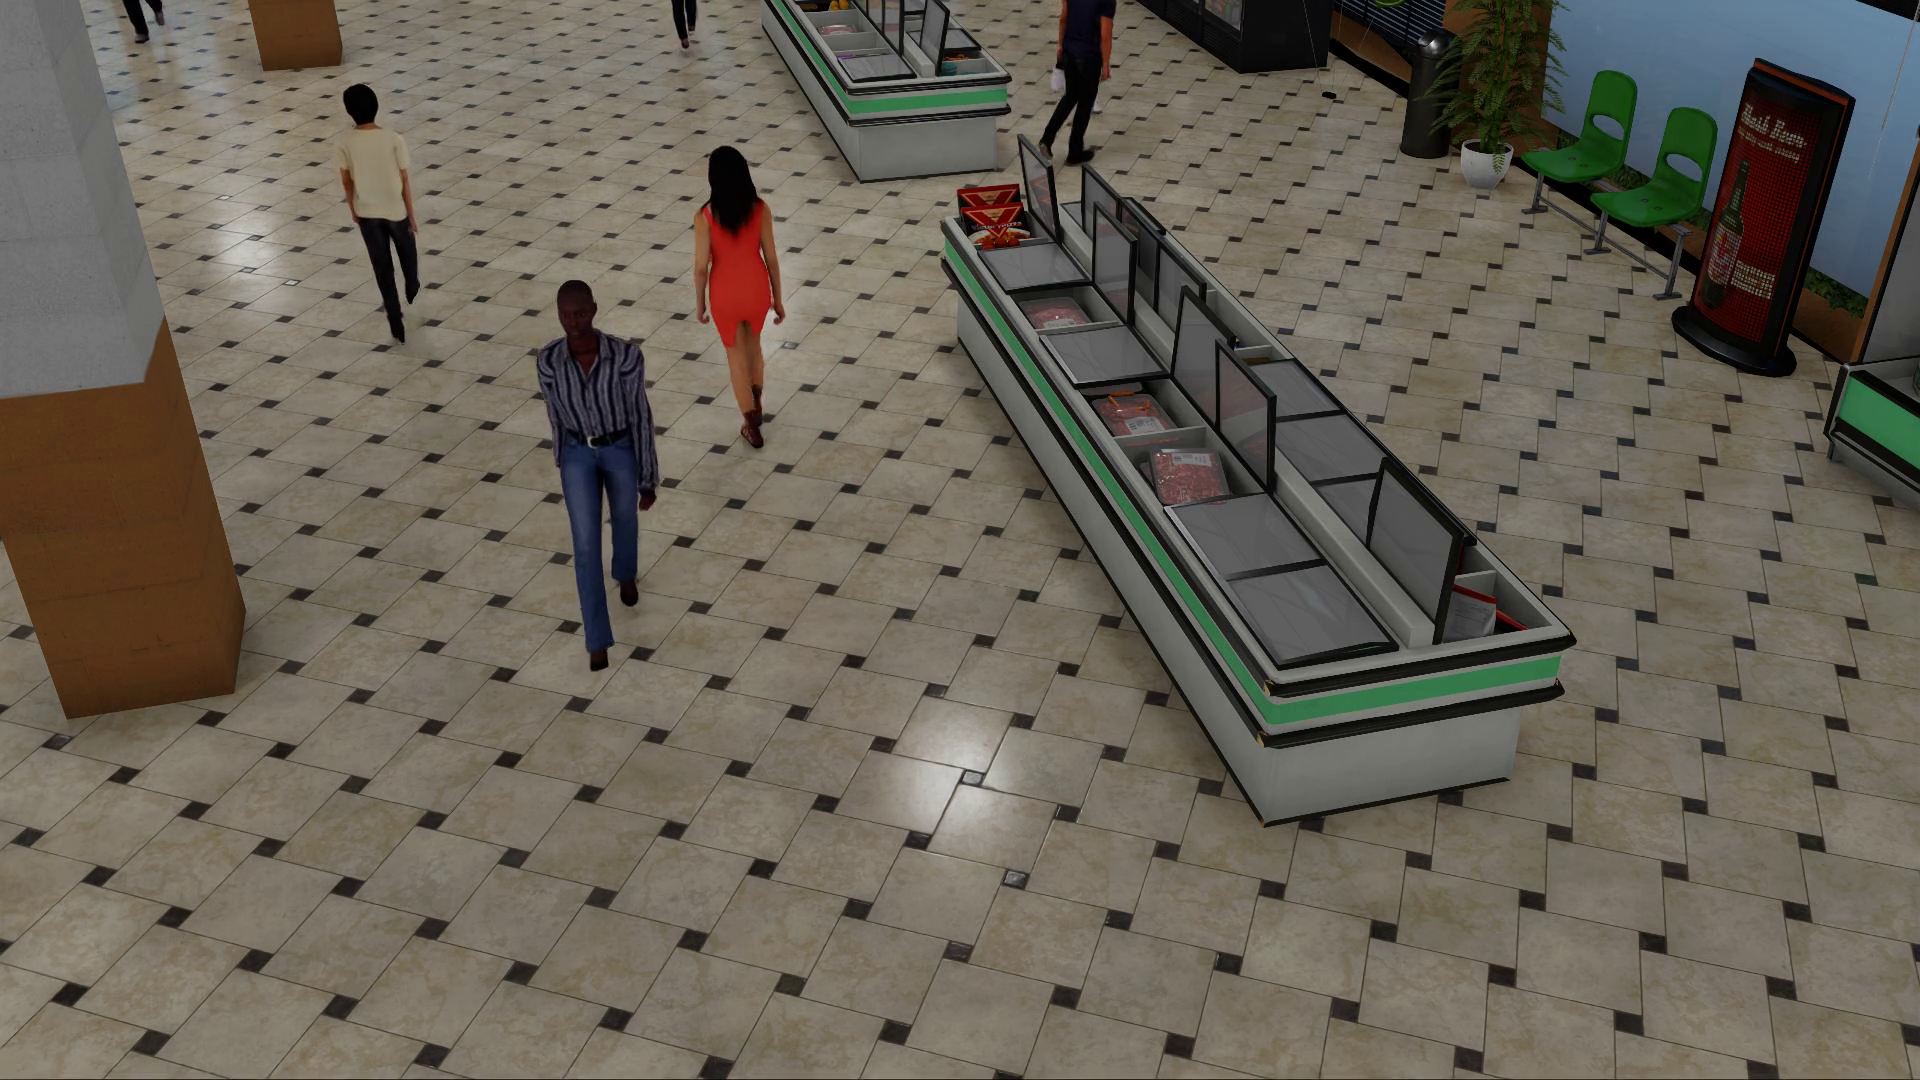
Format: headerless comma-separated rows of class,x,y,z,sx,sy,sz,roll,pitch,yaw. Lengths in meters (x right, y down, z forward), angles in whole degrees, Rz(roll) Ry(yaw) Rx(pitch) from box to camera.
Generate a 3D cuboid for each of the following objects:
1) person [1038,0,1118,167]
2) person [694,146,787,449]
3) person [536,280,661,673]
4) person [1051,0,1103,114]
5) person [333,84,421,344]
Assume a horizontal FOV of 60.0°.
person,0.894,-3.724,12.894,0.938,1.755,0.977,22,38,31
person,-1.162,-1.260,8.978,0.665,1.709,0.667,-13,34,-20
person,-1.600,-0.365,7.507,0.709,1.742,1.221,-5,32,-8
person,1.040,-4.611,14.319,0.707,1.755,1.071,-12,34,-18
person,-3.554,-1.970,10.268,0.643,1.551,0.997,-10,33,-16
